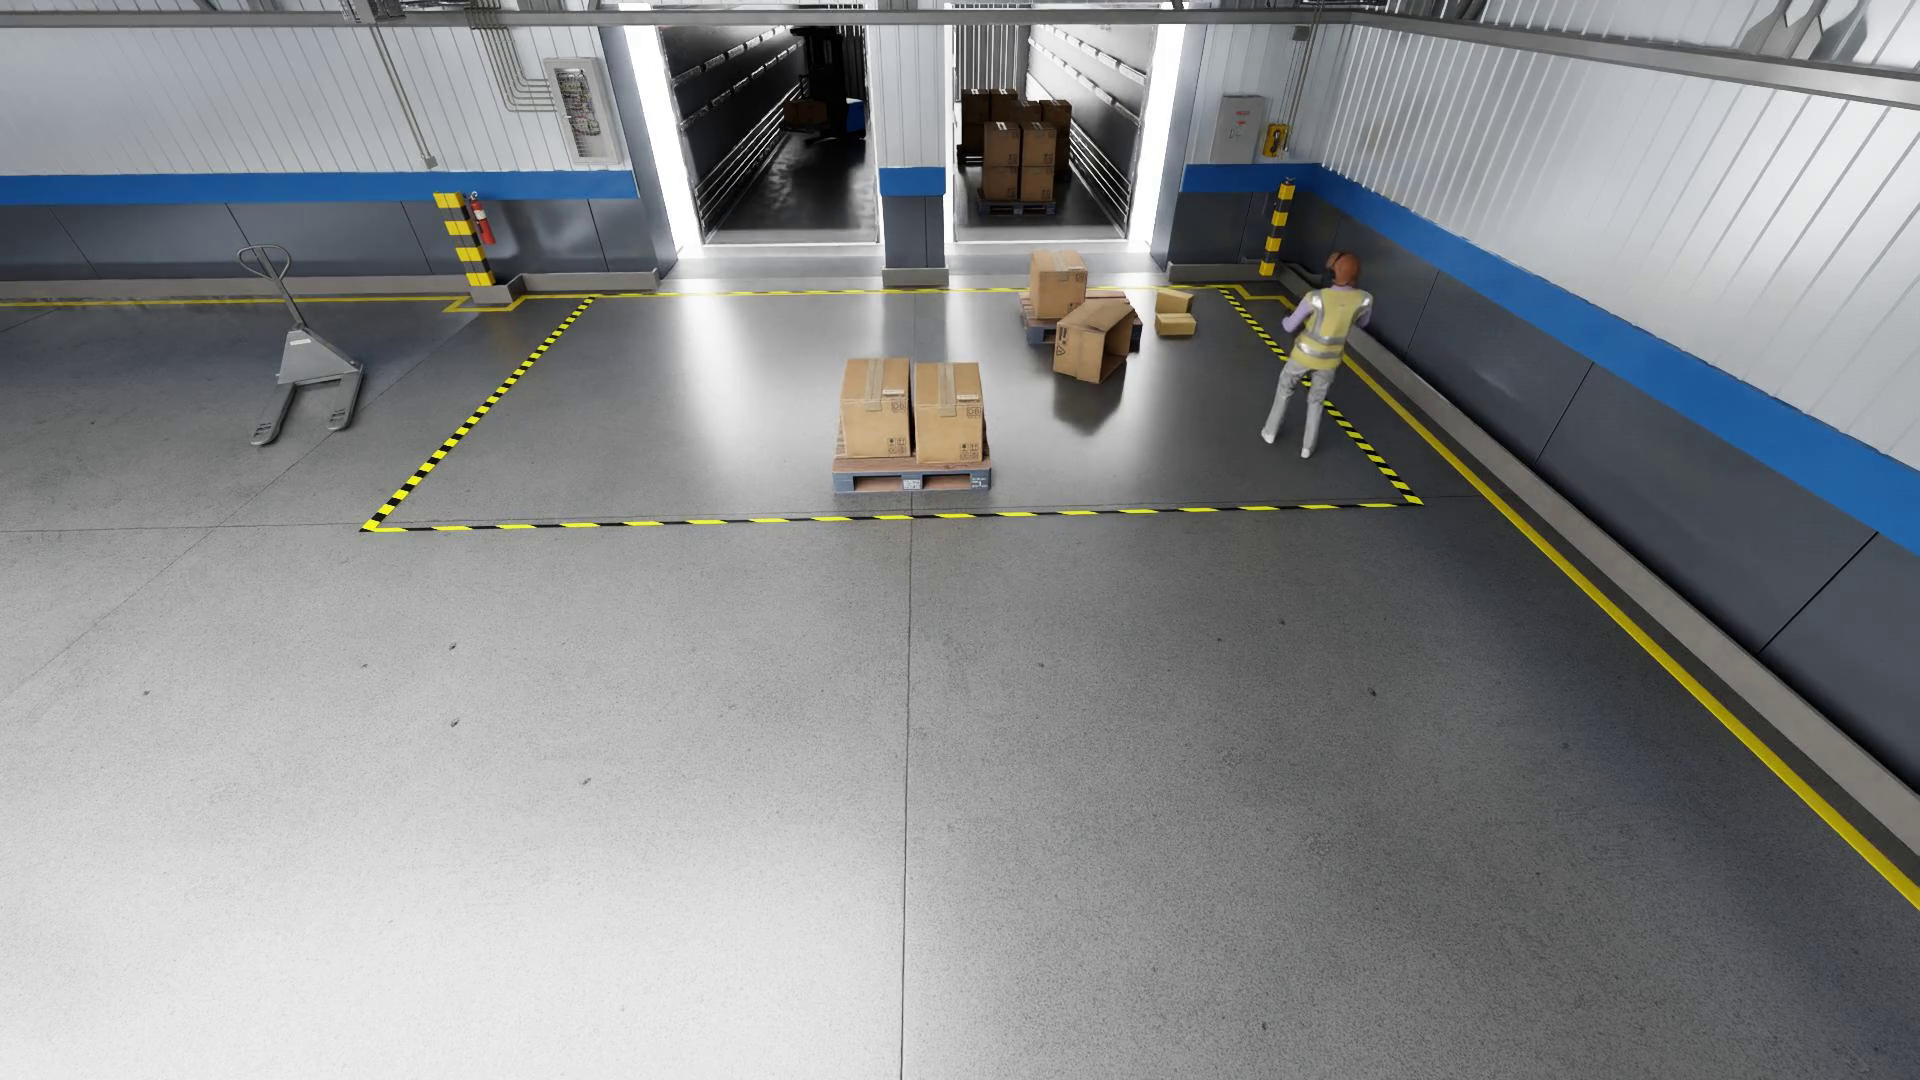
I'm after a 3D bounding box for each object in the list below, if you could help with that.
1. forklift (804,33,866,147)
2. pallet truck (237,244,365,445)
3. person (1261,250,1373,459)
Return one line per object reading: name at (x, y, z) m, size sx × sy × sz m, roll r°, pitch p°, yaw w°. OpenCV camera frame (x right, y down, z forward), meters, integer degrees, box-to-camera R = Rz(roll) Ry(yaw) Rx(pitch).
forklift at (-2.628, -9.748, 15.821) m, size 0.716 × 2.013 × 0.776 m, roll 19°, pitch 42°, yaw 23°
pallet truck at (-5.915, -1.733, 6.366) m, size 0.680 × 1.201 × 1.601 m, roll -18°, pitch 42°, yaw -21°
person at (2.784, -1.479, 5.758) m, size 0.606 × 1.606 × 0.654 m, roll 6°, pitch 39°, yaw 8°
